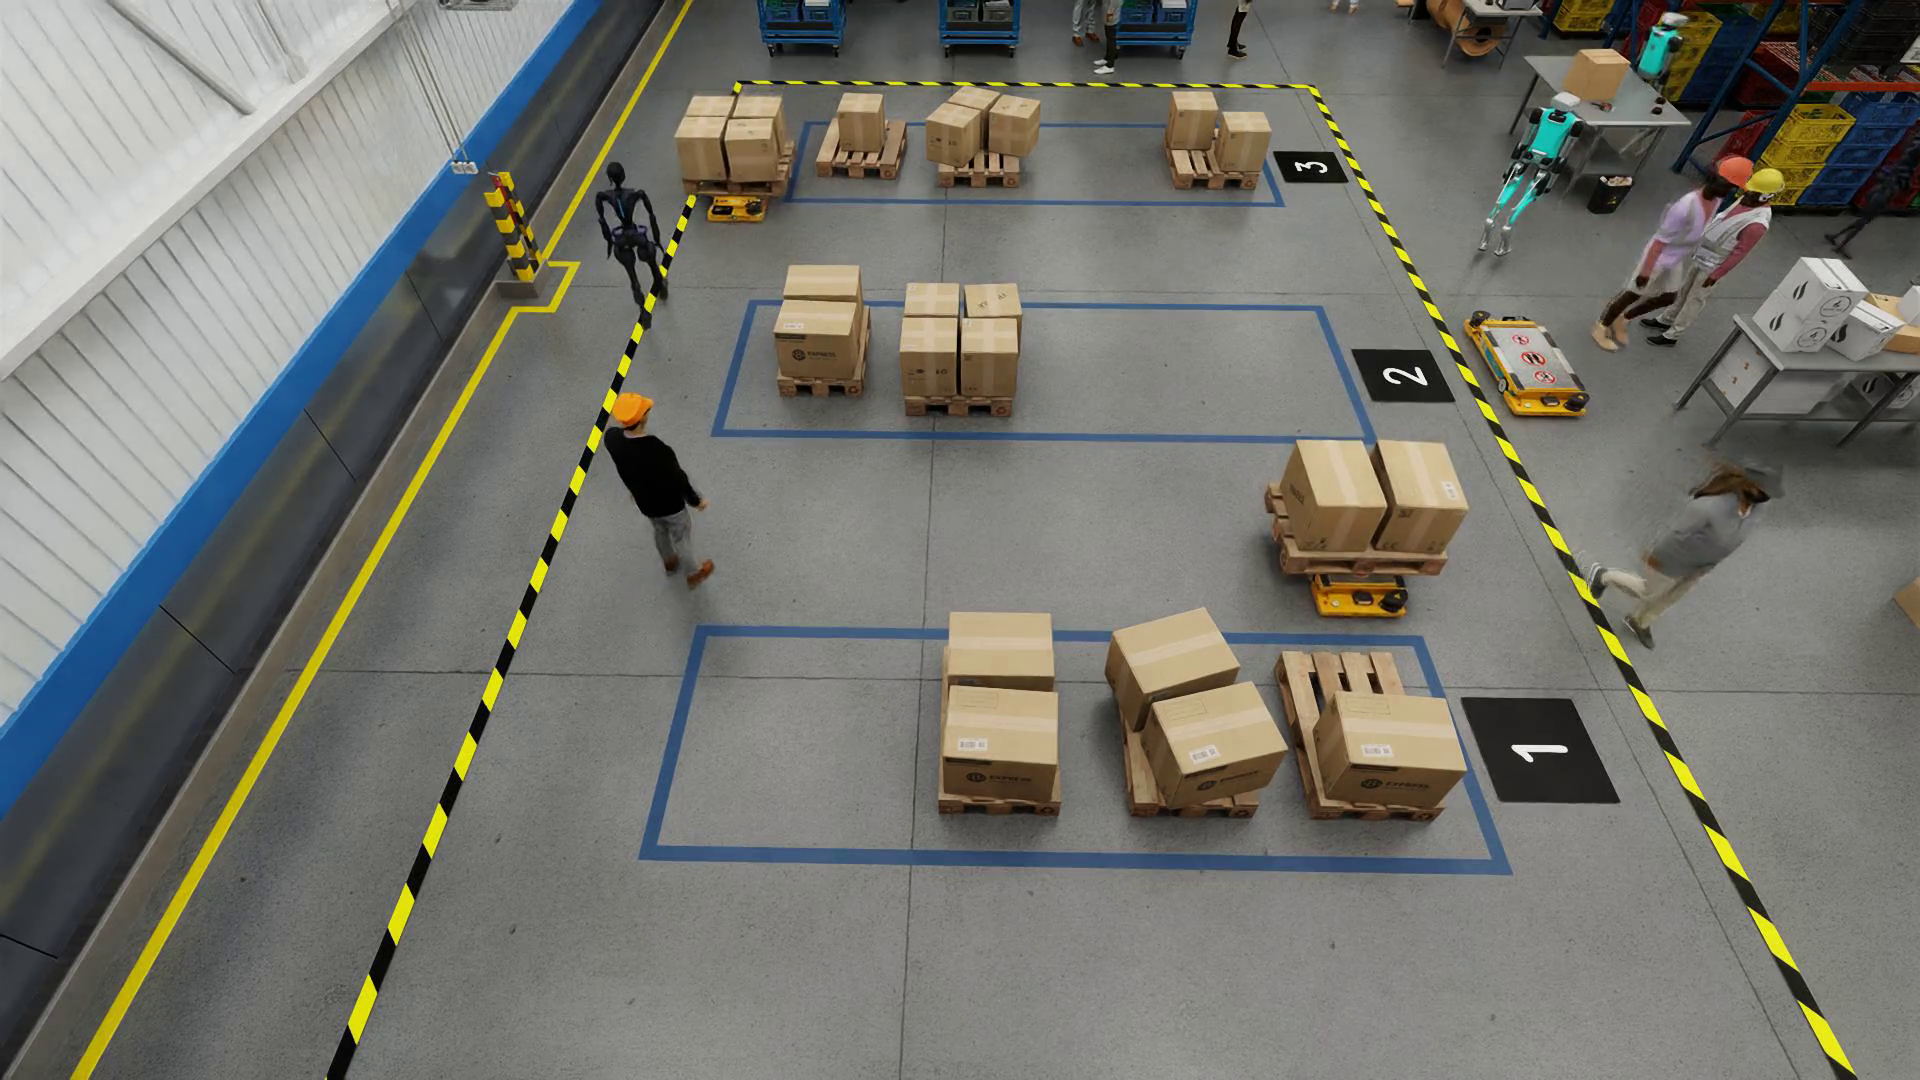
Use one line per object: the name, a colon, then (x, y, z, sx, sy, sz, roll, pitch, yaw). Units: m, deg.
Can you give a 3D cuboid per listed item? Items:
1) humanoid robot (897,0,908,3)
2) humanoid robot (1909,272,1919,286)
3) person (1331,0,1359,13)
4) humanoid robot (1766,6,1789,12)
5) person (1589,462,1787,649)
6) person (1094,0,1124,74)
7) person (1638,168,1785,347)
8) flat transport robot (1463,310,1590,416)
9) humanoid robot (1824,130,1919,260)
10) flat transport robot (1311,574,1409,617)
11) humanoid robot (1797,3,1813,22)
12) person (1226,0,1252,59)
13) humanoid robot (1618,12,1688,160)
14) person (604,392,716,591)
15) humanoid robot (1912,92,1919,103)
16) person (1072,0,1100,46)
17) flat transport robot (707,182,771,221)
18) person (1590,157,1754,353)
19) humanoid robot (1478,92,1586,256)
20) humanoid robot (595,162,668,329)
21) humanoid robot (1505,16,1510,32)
humanoid robot: (-0.939, -9.750, 15.046, 0.415, 1.641, 0.603, 37, 59, 28)
humanoid robot: (10.568, -3.350, 9.395, 0.535, 1.691, 0.738, 4, 49, 4)
person: (6.431, -9.532, 14.746, 0.622, 1.841, 0.431, 22, 53, 18)
humanoid robot: (13.161, -8.935, 14.335, 0.600, 1.657, 0.330, -7, 49, -6)
person: (5.149, 0.054, 6.503, 0.569, 1.751, 0.548, -9, 50, -8)
person: (2.146, -7.703, 13.153, 0.399, 1.851, 0.592, 5, 49, 5)
person: (7.254, -2.705, 8.841, 0.404, 1.831, 0.587, 13, 50, 11)
flat transport robot: (5.573, -1.757, 9.054, 0.659, 0.231, 1.431, 1, 49, 1)
humanoid robot: (10.134, -3.894, 9.986, 0.611, 1.672, 0.358, -23, 53, -19)
flat transport robot: (3.132, -0.001, 7.516, 0.652, 0.197, 1.431, 1, 49, 1)
humanoid robot: (13.289, -8.736, 14.167, 0.541, 1.870, 0.663, 1, 49, 1)
person: (4.270, -8.210, 13.518, 0.368, 1.965, 0.605, 9, 50, 7)
humanoid robot: (8.688, -5.568, 11.444, 0.856, 1.873, 0.571, -7, 50, -6)
person: (-2.195, -0.323, 6.745, 0.593, 1.880, 0.377, 22, 53, 18)
humanoid robot: (13.090, -6.264, 11.966, 0.963, 1.733, 0.538, -20, 52, -17)
person: (1.978, -8.550, 13.830, 0.632, 1.940, 0.369, -22, 53, -18)
flat transport robot: (-2.669, -4.400, 11.323, 0.652, 0.197, 1.431, 1, 49, 1)
person: (6.681, -2.648, 8.675, 0.676, 2.009, 0.481, -19, 52, -16)
humanoid robot: (5.993, -3.816, 9.776, 0.735, 1.677, 0.533, -36, 58, -27)
humanoid robot: (-3.304, -3.018, 9.247, 0.585, 1.623, 0.788, -7, 49, -6)
humanoid robot: (8.681, -8.965, 14.385, 0.603, 1.624, 0.673, -3, 49, -2)
